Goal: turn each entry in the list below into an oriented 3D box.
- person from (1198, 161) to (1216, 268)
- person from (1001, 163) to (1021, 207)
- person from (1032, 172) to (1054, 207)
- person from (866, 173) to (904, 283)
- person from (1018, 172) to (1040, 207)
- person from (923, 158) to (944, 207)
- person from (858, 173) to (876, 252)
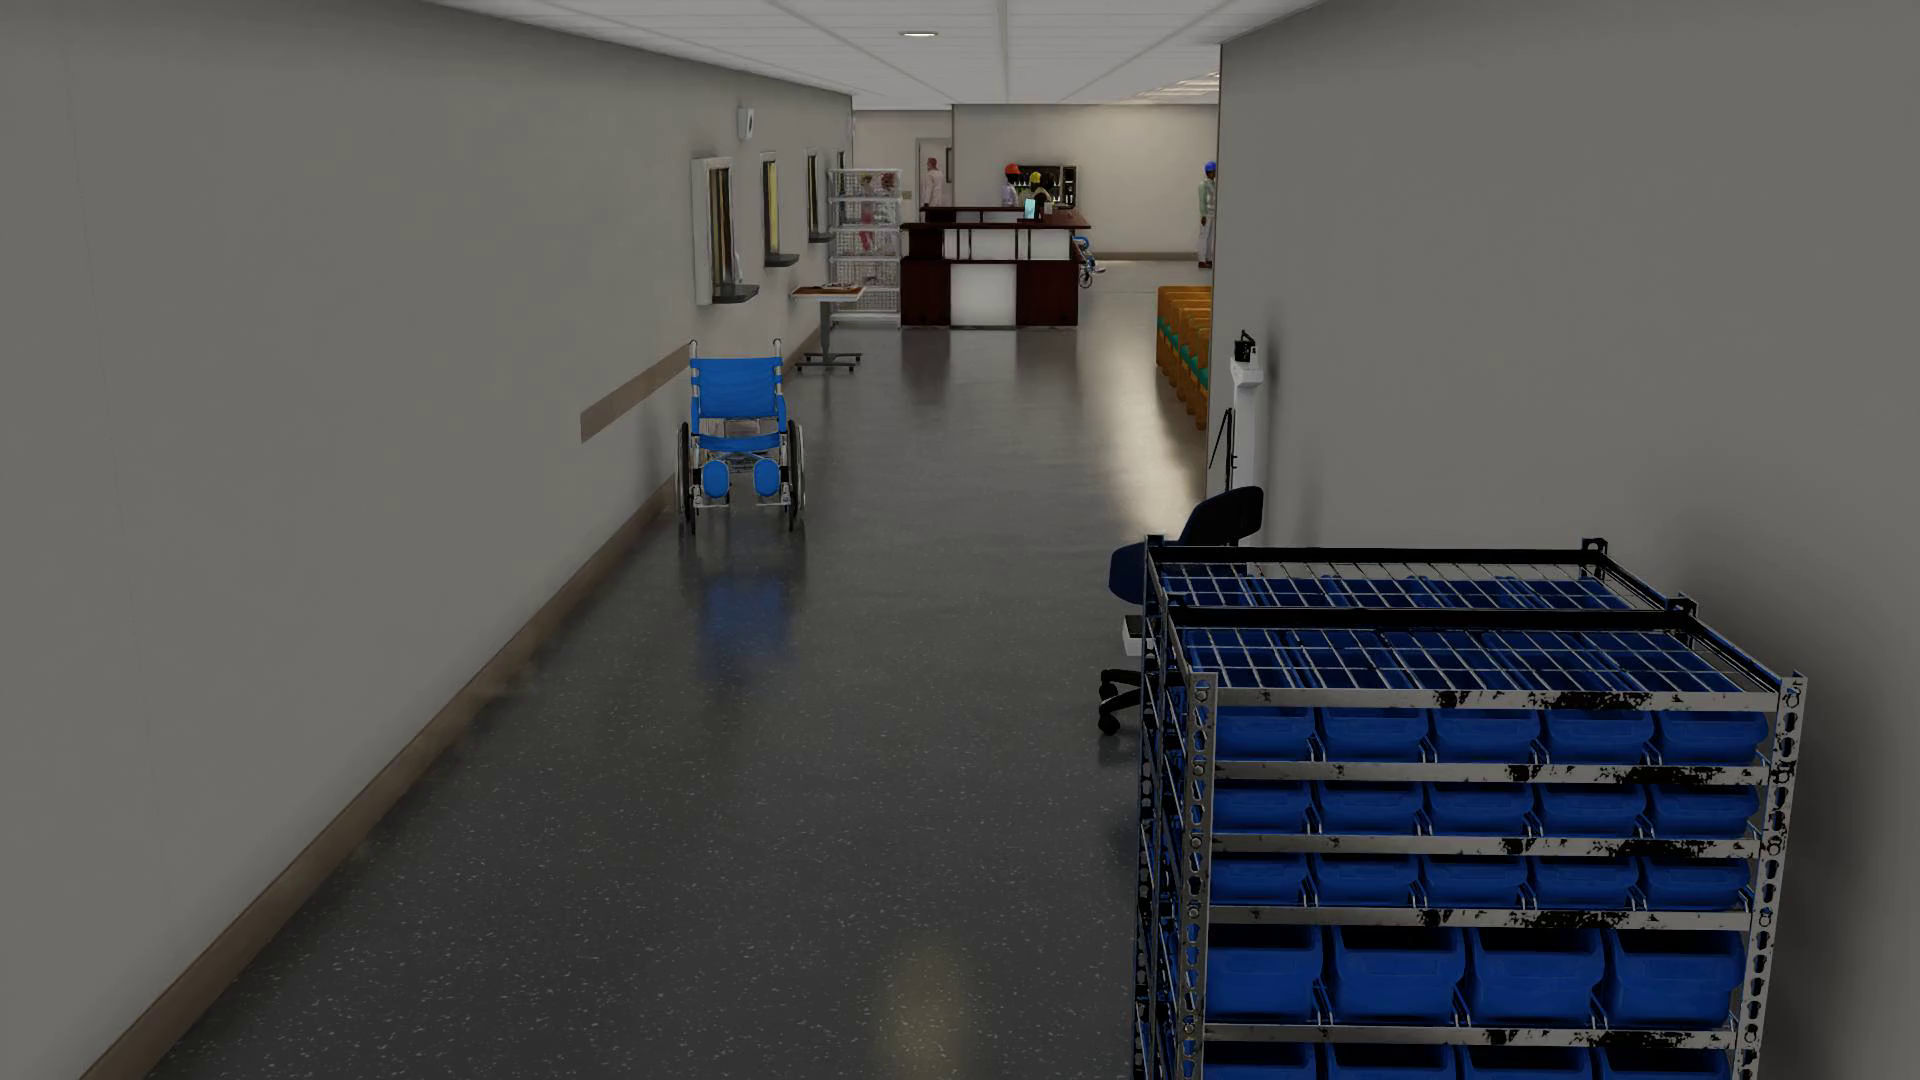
[{"bbox_3d":[4.630,-6.044,30.941,0.380,1.951,0.605,9,17,33],"label":"person"},{"bbox_3d":[0.913,-5.744,29.749,0.360,1.939,0.543,2,14,10],"label":"person"},{"bbox_3d":[1.409,-5.243,27.950,0.431,1.834,0.625,3,14,12],"label":"person"},{"bbox_3d":[-1.136,-5.220,27.821,0.990,1.833,0.575,1,14,6],"label":"person"},{"bbox_3d":[1.285,-5.415,28.660,0.598,1.824,0.403,-1,14,-4],"label":"person"},{"bbox_3d":[-0.642,-7.769,38.034,0.407,1.910,0.638,7,16,27],"label":"person"},{"bbox_3d":[-1.838,-6.385,32.822,0.567,1.713,0.603,0,14,-1],"label":"person"}]
